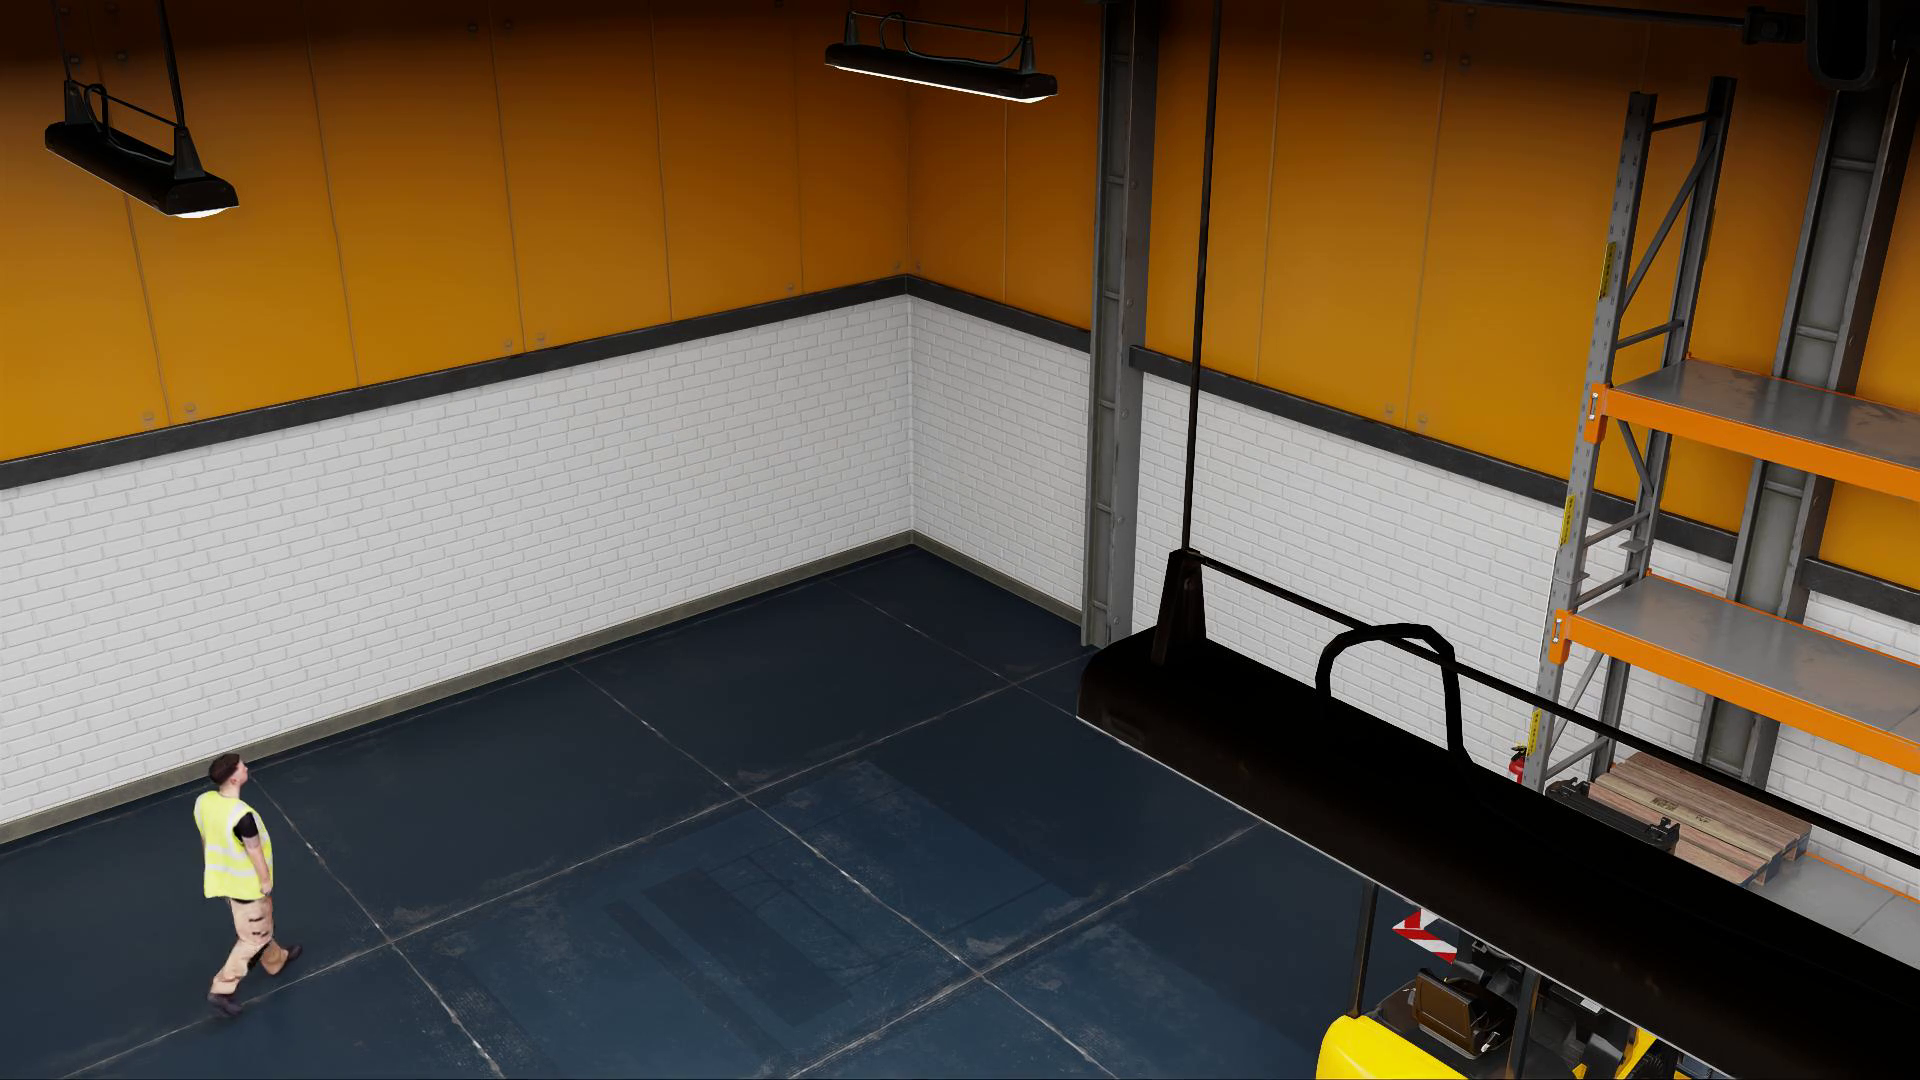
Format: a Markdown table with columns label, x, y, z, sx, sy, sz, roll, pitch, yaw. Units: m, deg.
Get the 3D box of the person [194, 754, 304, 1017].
| label | x | y | z | sx | sy | sz | roll | pitch | yaw |
| --- | --- | --- | --- | --- | --- | --- | --- | --- | --- |
| person | -4.818 | 2.282 | 11.041 | 1.123 | 1.824 | 0.985 | 13 | 27 | 28 |
